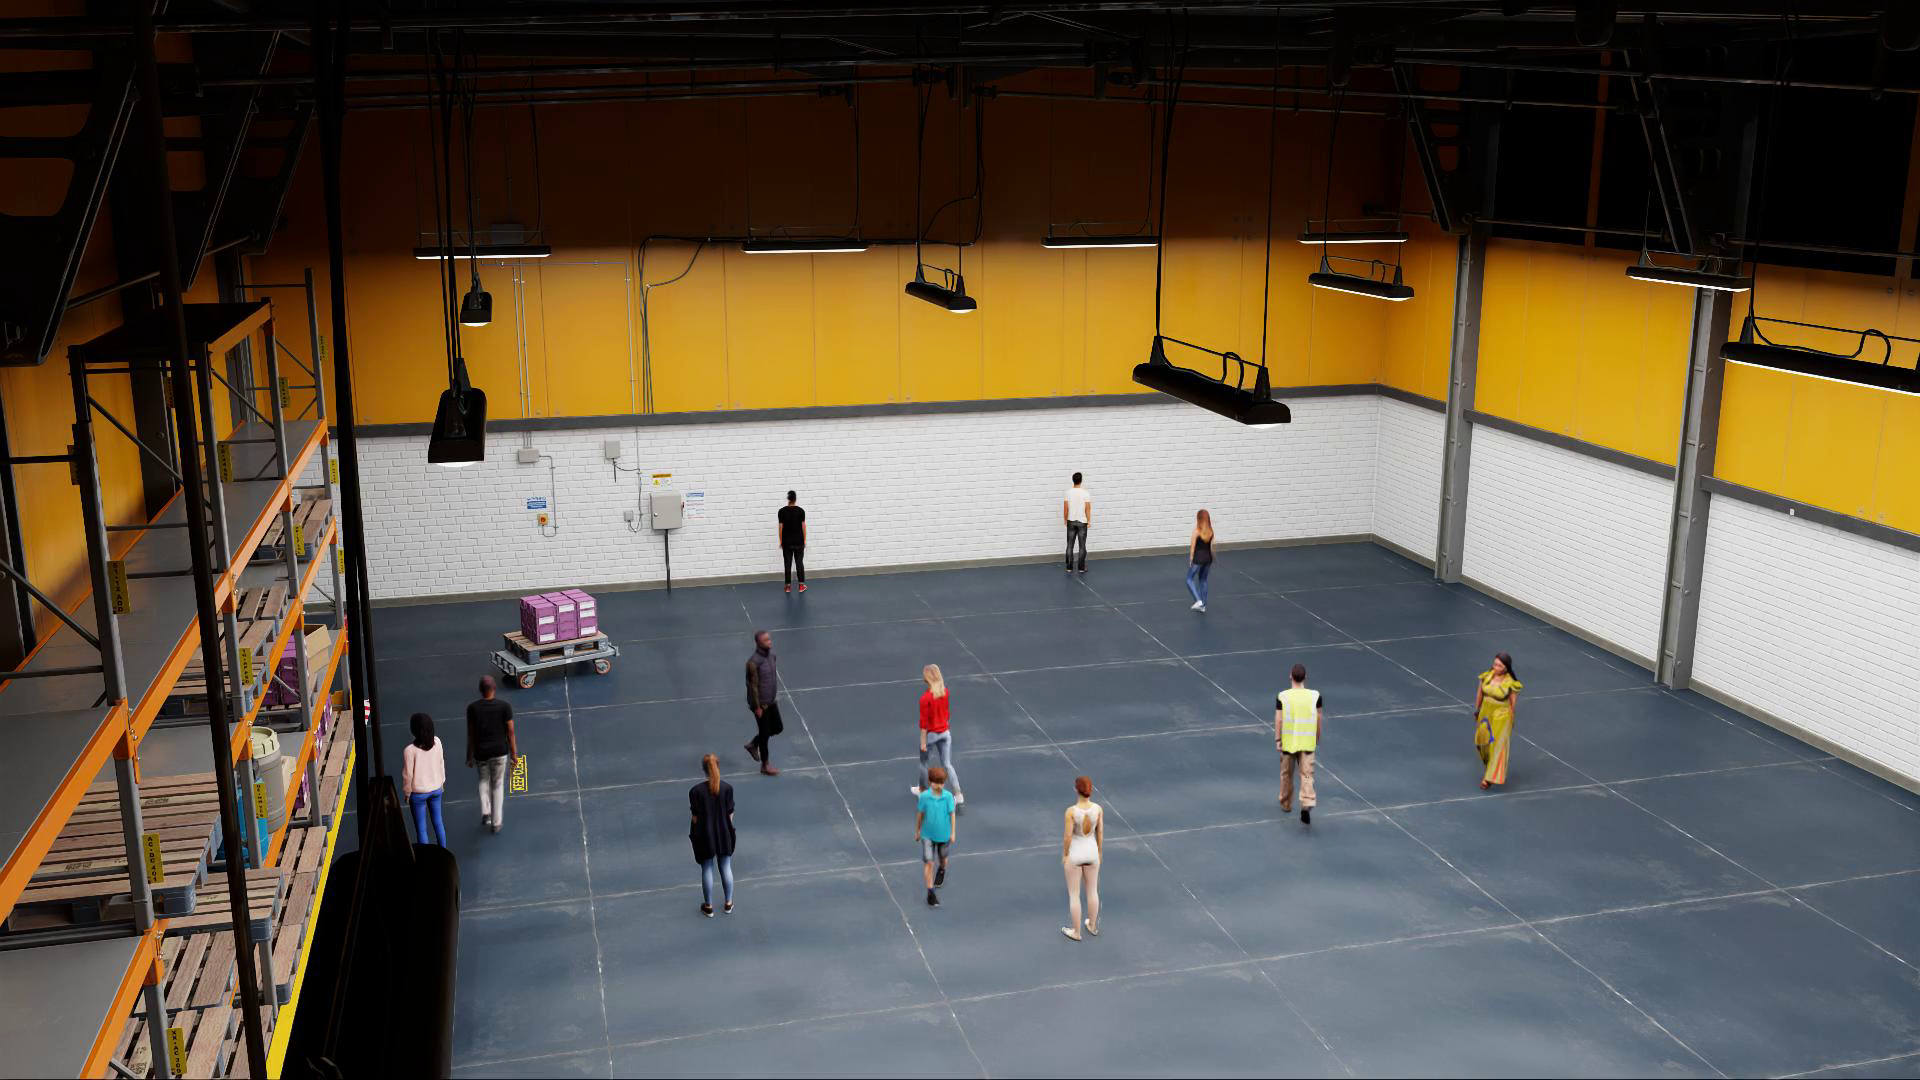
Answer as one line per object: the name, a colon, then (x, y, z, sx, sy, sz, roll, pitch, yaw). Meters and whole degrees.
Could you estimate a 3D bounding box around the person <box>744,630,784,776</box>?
person: (-2.454, 1.968, 20.275, 1.001, 1.825, 0.940, 7, 15, 27)

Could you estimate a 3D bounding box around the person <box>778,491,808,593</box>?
person: (-2.859, 0.020, 28.466, 0.674, 1.756, 0.628, 0, 14, -2)

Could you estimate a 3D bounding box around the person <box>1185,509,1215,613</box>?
person: (3.973, 0.365, 27.149, 0.629, 1.706, 0.667, -6, 15, -25)

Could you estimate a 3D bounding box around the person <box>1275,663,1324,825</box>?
person: (3.850, 2.316, 18.843, 0.930, 1.824, 1.158, 1, 14, 5)

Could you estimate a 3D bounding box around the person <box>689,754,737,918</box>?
person: (-2.456, 2.931, 16.584, 0.627, 1.692, 0.556, -4, 14, -17)

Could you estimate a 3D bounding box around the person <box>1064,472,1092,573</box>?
person: (2.093, -0.325, 29.790, 0.715, 1.805, 0.721, 4, 14, 17)

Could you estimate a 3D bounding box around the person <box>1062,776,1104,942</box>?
person: (1.188, 3.069, 16.115, 0.587, 1.644, 0.585, -4, 14, -17)

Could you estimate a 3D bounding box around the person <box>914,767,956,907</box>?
person: (-0.251, 2.960, 17.032, 0.658, 1.423, 0.992, -1, 14, -3)

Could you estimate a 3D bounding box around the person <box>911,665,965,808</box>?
person: (-0.219, 2.299, 19.234, 0.970, 1.673, 1.195, -13, 19, -43)

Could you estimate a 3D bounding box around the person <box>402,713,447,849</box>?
person: (-5.636, 2.660, 17.537, 0.737, 1.769, 0.728, 12, 18, 41)

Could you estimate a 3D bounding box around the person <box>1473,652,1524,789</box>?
person: (6.476, 2.126, 20.024, 1.146, 1.636, 1.116, 12, 18, 40)

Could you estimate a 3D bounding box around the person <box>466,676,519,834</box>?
person: (-5.226, 2.422, 18.494, 0.723, 1.781, 0.657, -3, 14, -10)
